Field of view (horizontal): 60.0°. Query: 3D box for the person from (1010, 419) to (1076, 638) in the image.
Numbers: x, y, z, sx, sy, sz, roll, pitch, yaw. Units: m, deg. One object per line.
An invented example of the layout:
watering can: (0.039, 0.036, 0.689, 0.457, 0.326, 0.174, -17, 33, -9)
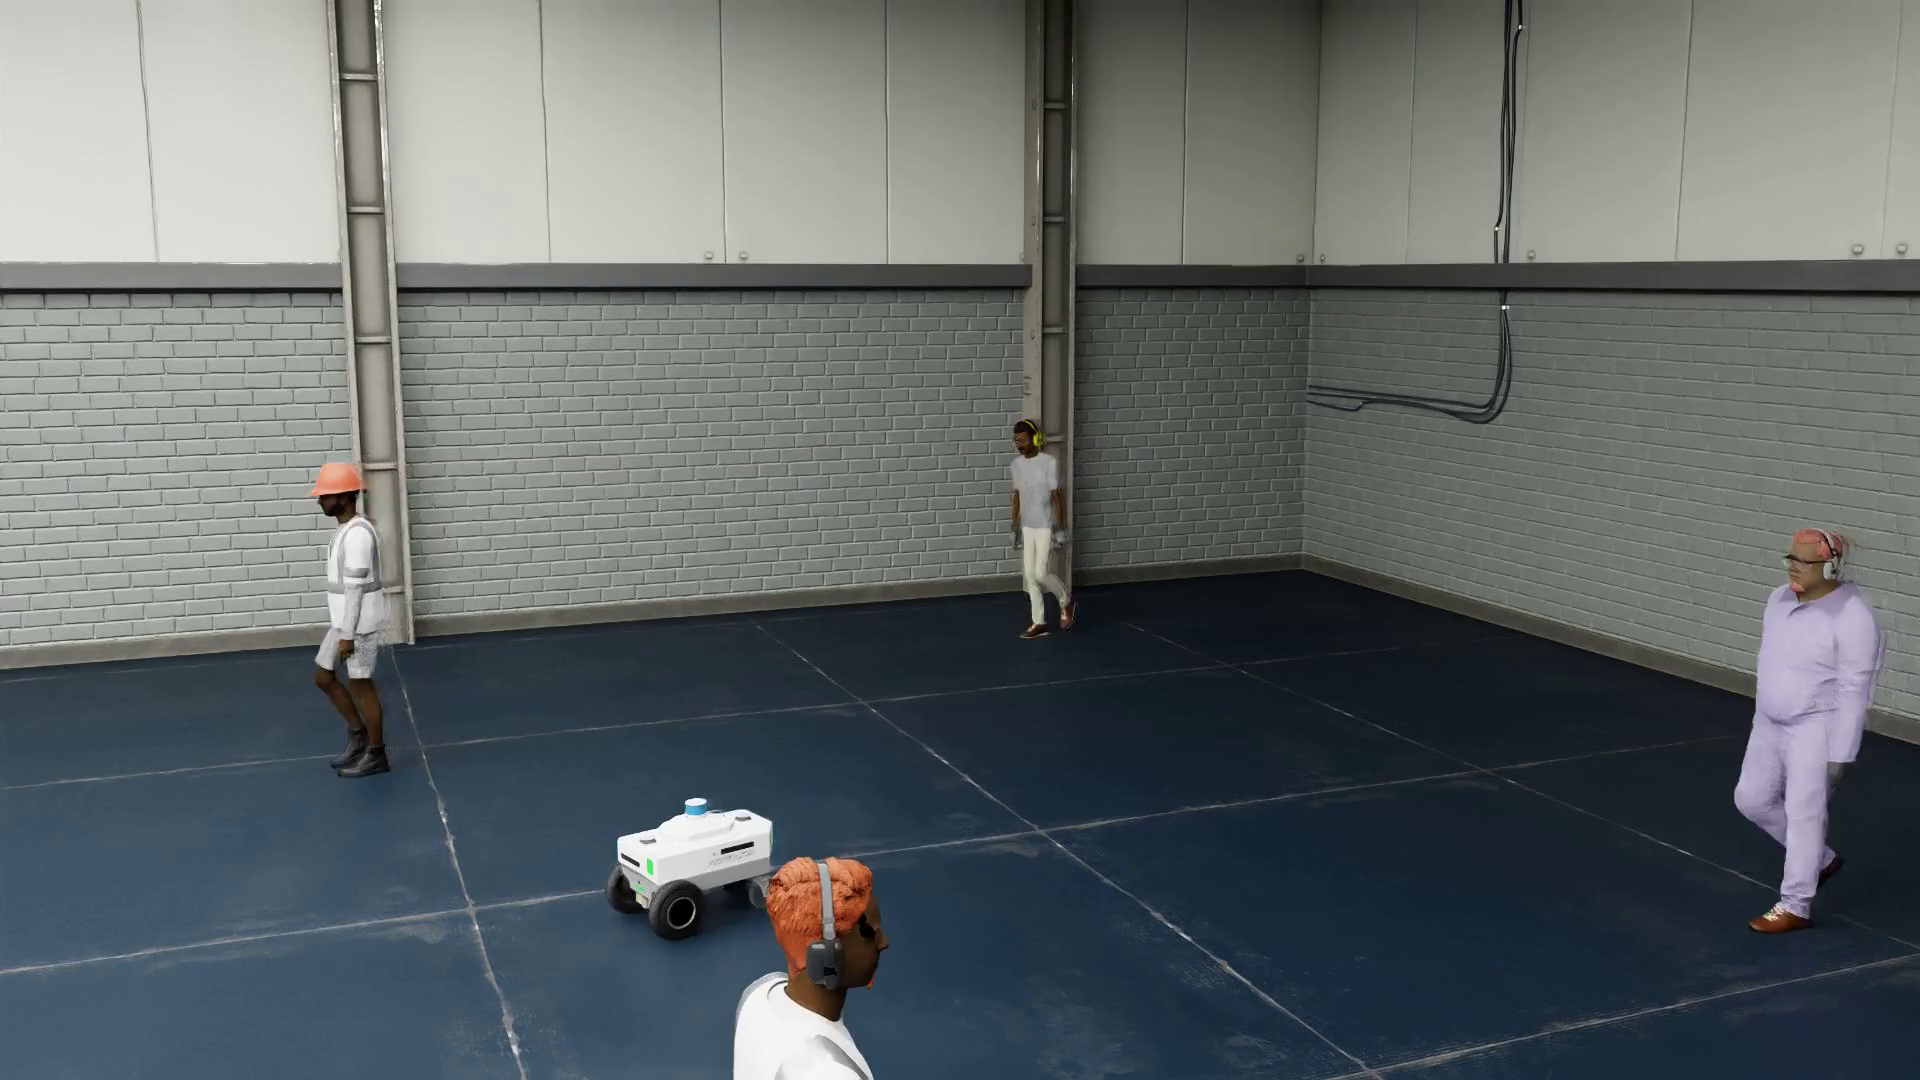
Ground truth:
person: (0.672, -0.096, 13.930, 0.567, 1.843, 0.520, 9, 13, 43)

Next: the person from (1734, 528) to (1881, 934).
person: (3.906, 0.876, 7.670, 0.482, 1.891, 0.669, -2, 9, -11)

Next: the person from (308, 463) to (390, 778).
person: (-3.685, 0.495, 9.992, 0.470, 1.923, 0.552, -6, 11, -32)

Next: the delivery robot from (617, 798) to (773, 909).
delivery robot: (-1.243, 1.467, 7.864, 0.707, 0.478, 0.477, -7, 12, -39)

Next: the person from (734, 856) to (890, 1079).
person: (-0.283, 1.559, 3.418, 0.344, 1.882, 0.585, -4, 10, -22)
